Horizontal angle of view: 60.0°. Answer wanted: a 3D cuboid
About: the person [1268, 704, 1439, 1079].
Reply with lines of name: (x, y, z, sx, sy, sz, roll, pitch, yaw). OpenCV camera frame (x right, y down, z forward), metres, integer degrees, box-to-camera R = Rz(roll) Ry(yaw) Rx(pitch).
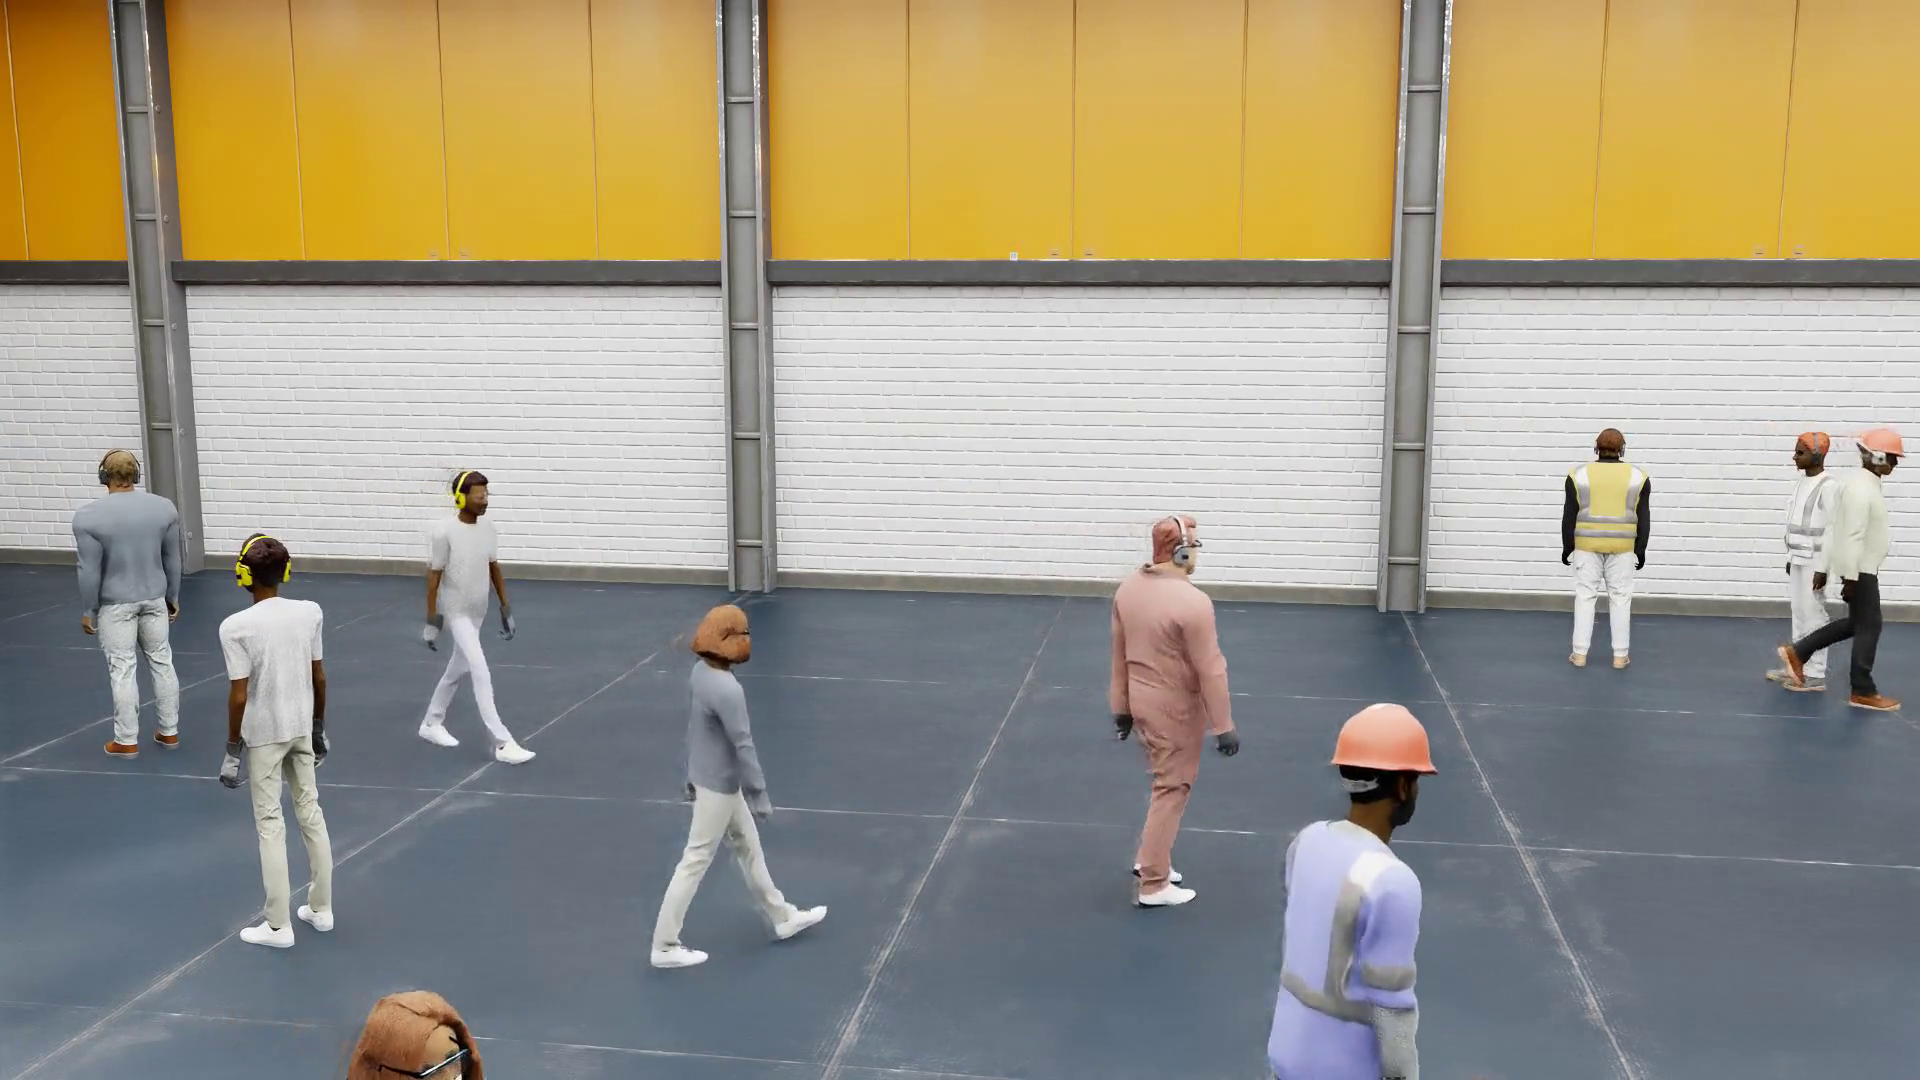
person: (1.020, 1.382, 4.395, 0.529, 1.901, 0.576, -2, 10, -15)

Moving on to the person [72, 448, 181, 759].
person: (-5.174, 0.394, 10.380, 0.372, 1.940, 0.631, 8, 12, 39)

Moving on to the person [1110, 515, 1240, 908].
person: (1.045, 0.820, 7.912, 0.511, 1.890, 0.647, -4, 10, -23)

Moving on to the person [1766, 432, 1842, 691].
person: (6.145, 0.152, 12.041, 0.337, 1.882, 0.585, 1, 9, 6)

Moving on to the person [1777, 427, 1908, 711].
person: (6.192, 0.185, 11.596, 0.705, 1.966, 0.625, 5, 11, 29)

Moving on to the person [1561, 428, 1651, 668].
person: (4.934, 0.059, 12.743, 0.633, 1.842, 0.429, 3, 10, 17)

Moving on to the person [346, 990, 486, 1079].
person: (-1.150, 1.676, 3.436, 0.496, 1.620, 0.511, 4, 10, 26)

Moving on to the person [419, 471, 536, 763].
person: (-3.075, 0.461, 10.394, 1.015, 1.811, 0.518, 4, 10, 25)

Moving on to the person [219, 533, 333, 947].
person: (-3.085, 0.897, 7.484, 0.328, 1.873, 0.517, 6, 11, 33)

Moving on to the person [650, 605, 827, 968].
person: (-1.000, 1.066, 7.296, 0.848, 1.581, 0.523, -4, 10, -23)
